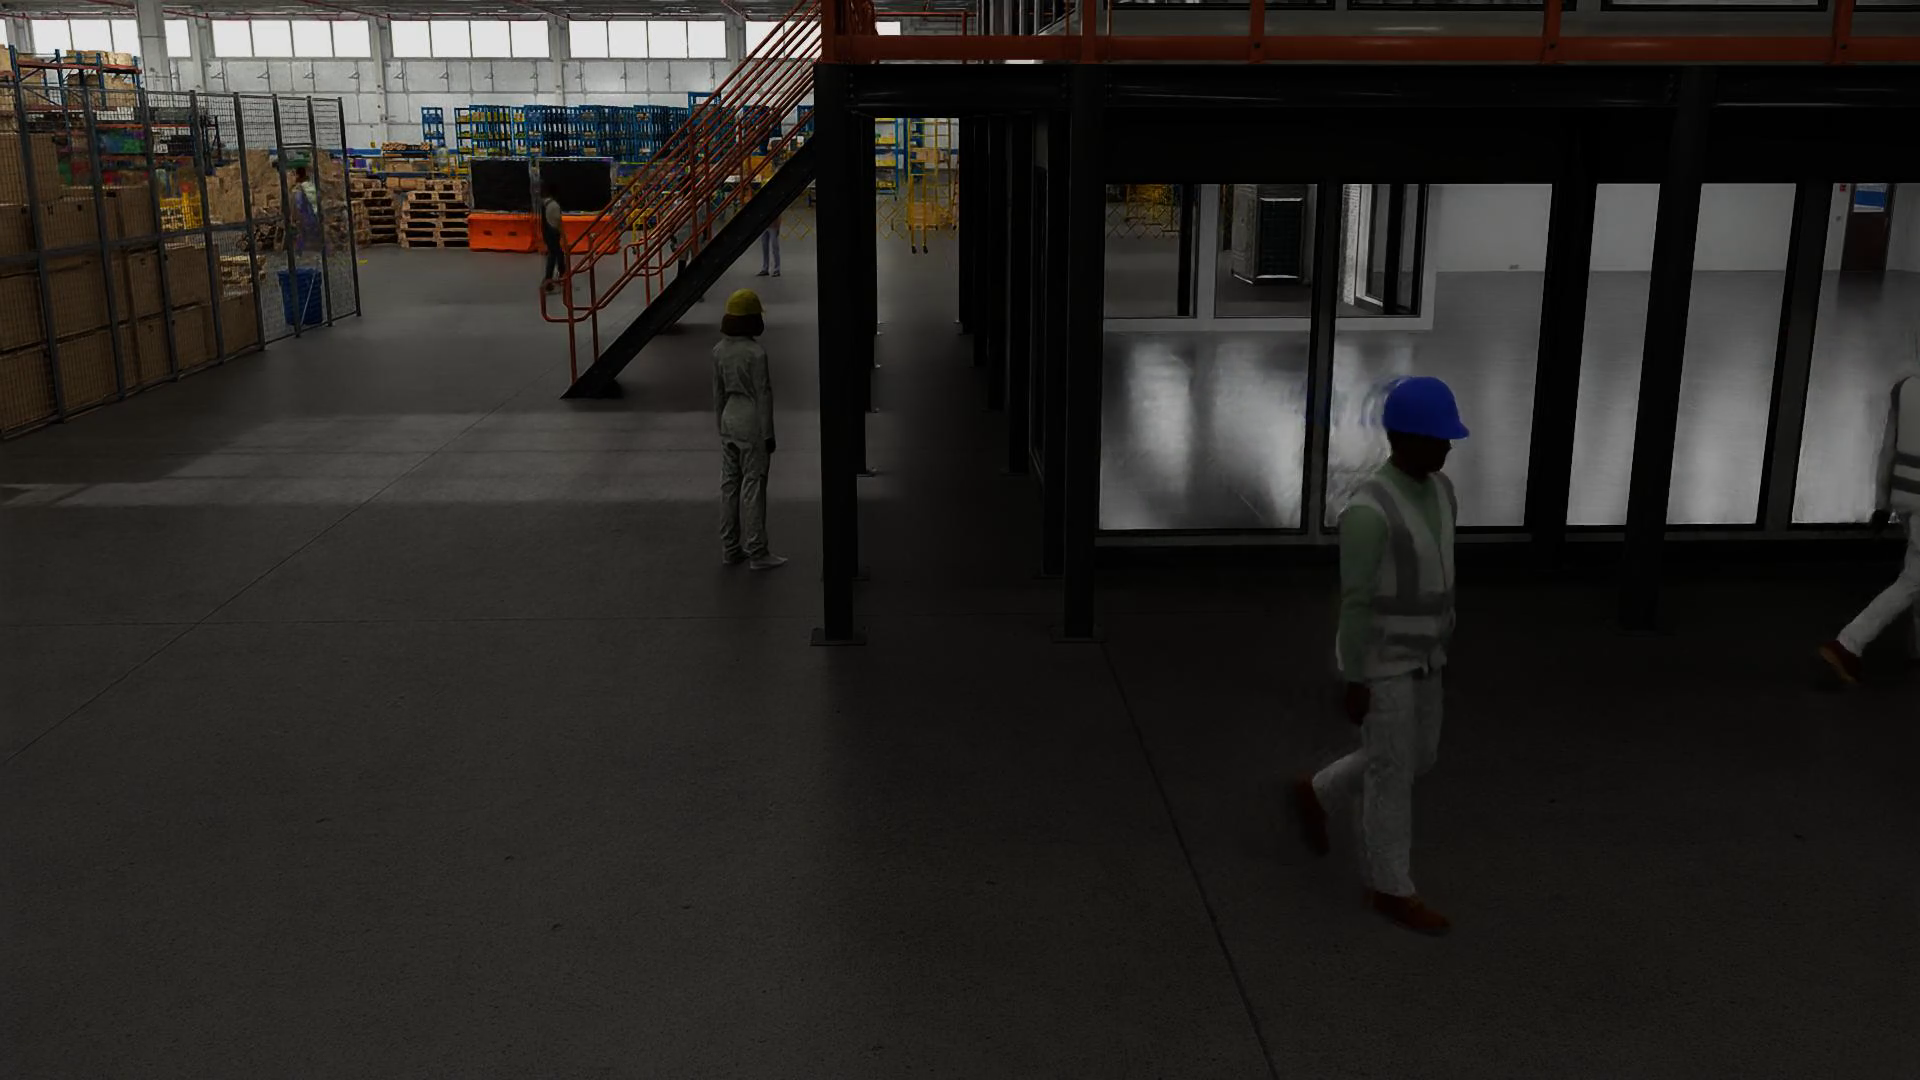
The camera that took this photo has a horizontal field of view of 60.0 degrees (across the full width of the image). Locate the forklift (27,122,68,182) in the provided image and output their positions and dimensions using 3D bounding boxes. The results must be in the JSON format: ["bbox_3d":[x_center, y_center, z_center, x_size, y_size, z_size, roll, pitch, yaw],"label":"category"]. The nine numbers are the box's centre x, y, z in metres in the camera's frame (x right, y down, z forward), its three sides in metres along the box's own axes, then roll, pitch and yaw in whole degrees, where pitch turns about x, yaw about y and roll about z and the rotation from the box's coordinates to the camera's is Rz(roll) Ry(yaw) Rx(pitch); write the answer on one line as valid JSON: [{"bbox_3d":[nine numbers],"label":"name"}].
[{"bbox_3d":[-35.376,-14.773,64.377,1.129,2.768,1.873,-1,14,-2],"label":"forklift"}]

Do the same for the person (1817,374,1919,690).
[{"bbox_3d":[4.678,-0.175,8.140,0.917,1.852,0.582,-2,14,-7],"label":"person"}]

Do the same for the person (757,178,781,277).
[{"bbox_3d":[-3.493,-5.700,30.377,0.525,1.769,0.314,8,16,29],"label":"person"}]

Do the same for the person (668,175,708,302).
[{"bbox_3d":[-4.230,-4.700,25.972,0.617,1.964,0.361,-3,14,-13],"label":"person"}]

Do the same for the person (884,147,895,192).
[{"bbox_3d":[-2.968,-15.285,68.488,0.399,1.875,0.789,-7,16,-27],"label":"person"}]

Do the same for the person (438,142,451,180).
[{"bbox_3d":[-25.153,-18.468,81.118,0.629,1.915,0.627,-9,17,-32],"label":"person"}]

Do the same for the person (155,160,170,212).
[{"bbox_3d":[-24.829,-10.968,51.700,0.278,1.631,0.505,2,14,9],"label":"person"}]

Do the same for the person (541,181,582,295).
[{"bbox_3d":[-6.484,-4.905,27.082,0.815,1.818,0.541,-9,17,-33],"label":"person"}]

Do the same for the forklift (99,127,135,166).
[{"bbox_3d":[-37.944,-17.312,74.524,1.129,2.768,1.873,-1,14,-3],"label":"forklift"}]

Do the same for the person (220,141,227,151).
[{"bbox_3d":[-34.560,-17.751,78.109,0.459,1.979,0.618,-10,17,-36],"label":"person"}]

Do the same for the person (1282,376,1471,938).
[{"bbox_3d":[1.447,0.371,5.780,0.686,1.932,0.607,13,19,42],"label":"person"}]

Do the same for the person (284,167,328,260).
[{"bbox_3d":[-13.435,-6.664,34.014,0.998,1.866,0.600,0,14,1],"label":"person"}]

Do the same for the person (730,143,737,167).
[{"bbox_3d":[-11.564,-19.481,85.368,0.903,1.815,0.576,2,14,7],"label":"person"}]

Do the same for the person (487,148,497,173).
[{"bbox_3d":[-19.296,-15.236,68.538,0.623,1.747,0.535,-3,14,-11],"label":"person"}]

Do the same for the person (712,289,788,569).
[{"bbox_3d":[-1.328,-0.689,10.395,0.484,1.744,0.295,12,18,39],"label":"person"}]

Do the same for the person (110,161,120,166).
[{"bbox_3d":[-32.156,-14.046,63.416,0.388,1.924,0.555,-8,16,-30],"label":"person"}]
